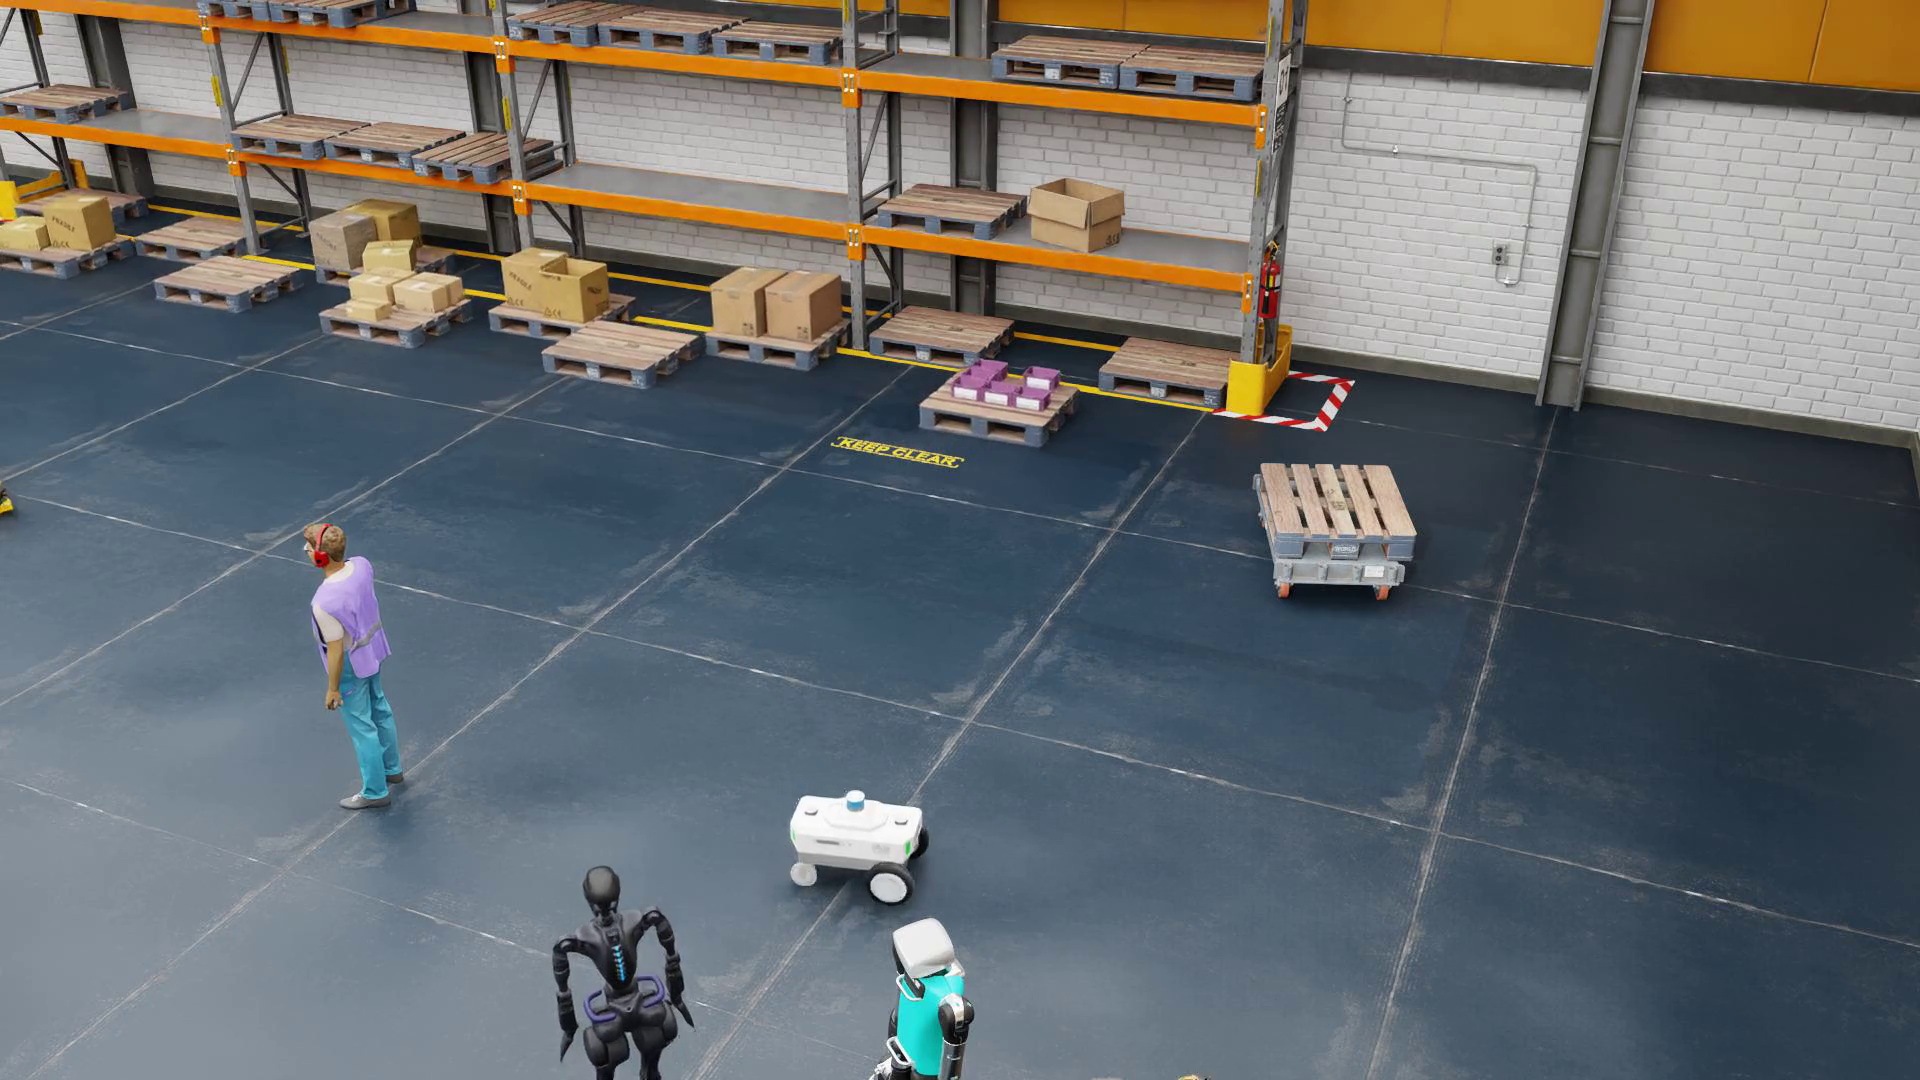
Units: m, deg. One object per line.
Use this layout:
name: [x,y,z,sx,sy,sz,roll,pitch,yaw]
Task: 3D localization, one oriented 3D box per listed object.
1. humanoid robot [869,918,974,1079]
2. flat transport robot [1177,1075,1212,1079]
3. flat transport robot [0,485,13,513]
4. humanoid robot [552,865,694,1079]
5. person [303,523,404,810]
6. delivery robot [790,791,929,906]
humanoid robot: [-0.328,2.315,6.695,0.735,1.677,0.533,-13,30,-23]
flat transport robot: [1.053,2.911,7.288,0.659,0.231,1.431,-9,29,-17]
flat transport robot: [-8.440,-0.465,13.834,0.659,0.231,1.431,-22,34,-35]
humanoid robot: [-1.443,2.128,7.272,0.596,1.636,0.492,-12,30,-22]
person: [-3.555,0.740,9.777,0.388,1.845,0.565,2,27,4]
delivery robot: [-0.573,1.679,9.352,0.783,0.584,0.499,5,28,9]
